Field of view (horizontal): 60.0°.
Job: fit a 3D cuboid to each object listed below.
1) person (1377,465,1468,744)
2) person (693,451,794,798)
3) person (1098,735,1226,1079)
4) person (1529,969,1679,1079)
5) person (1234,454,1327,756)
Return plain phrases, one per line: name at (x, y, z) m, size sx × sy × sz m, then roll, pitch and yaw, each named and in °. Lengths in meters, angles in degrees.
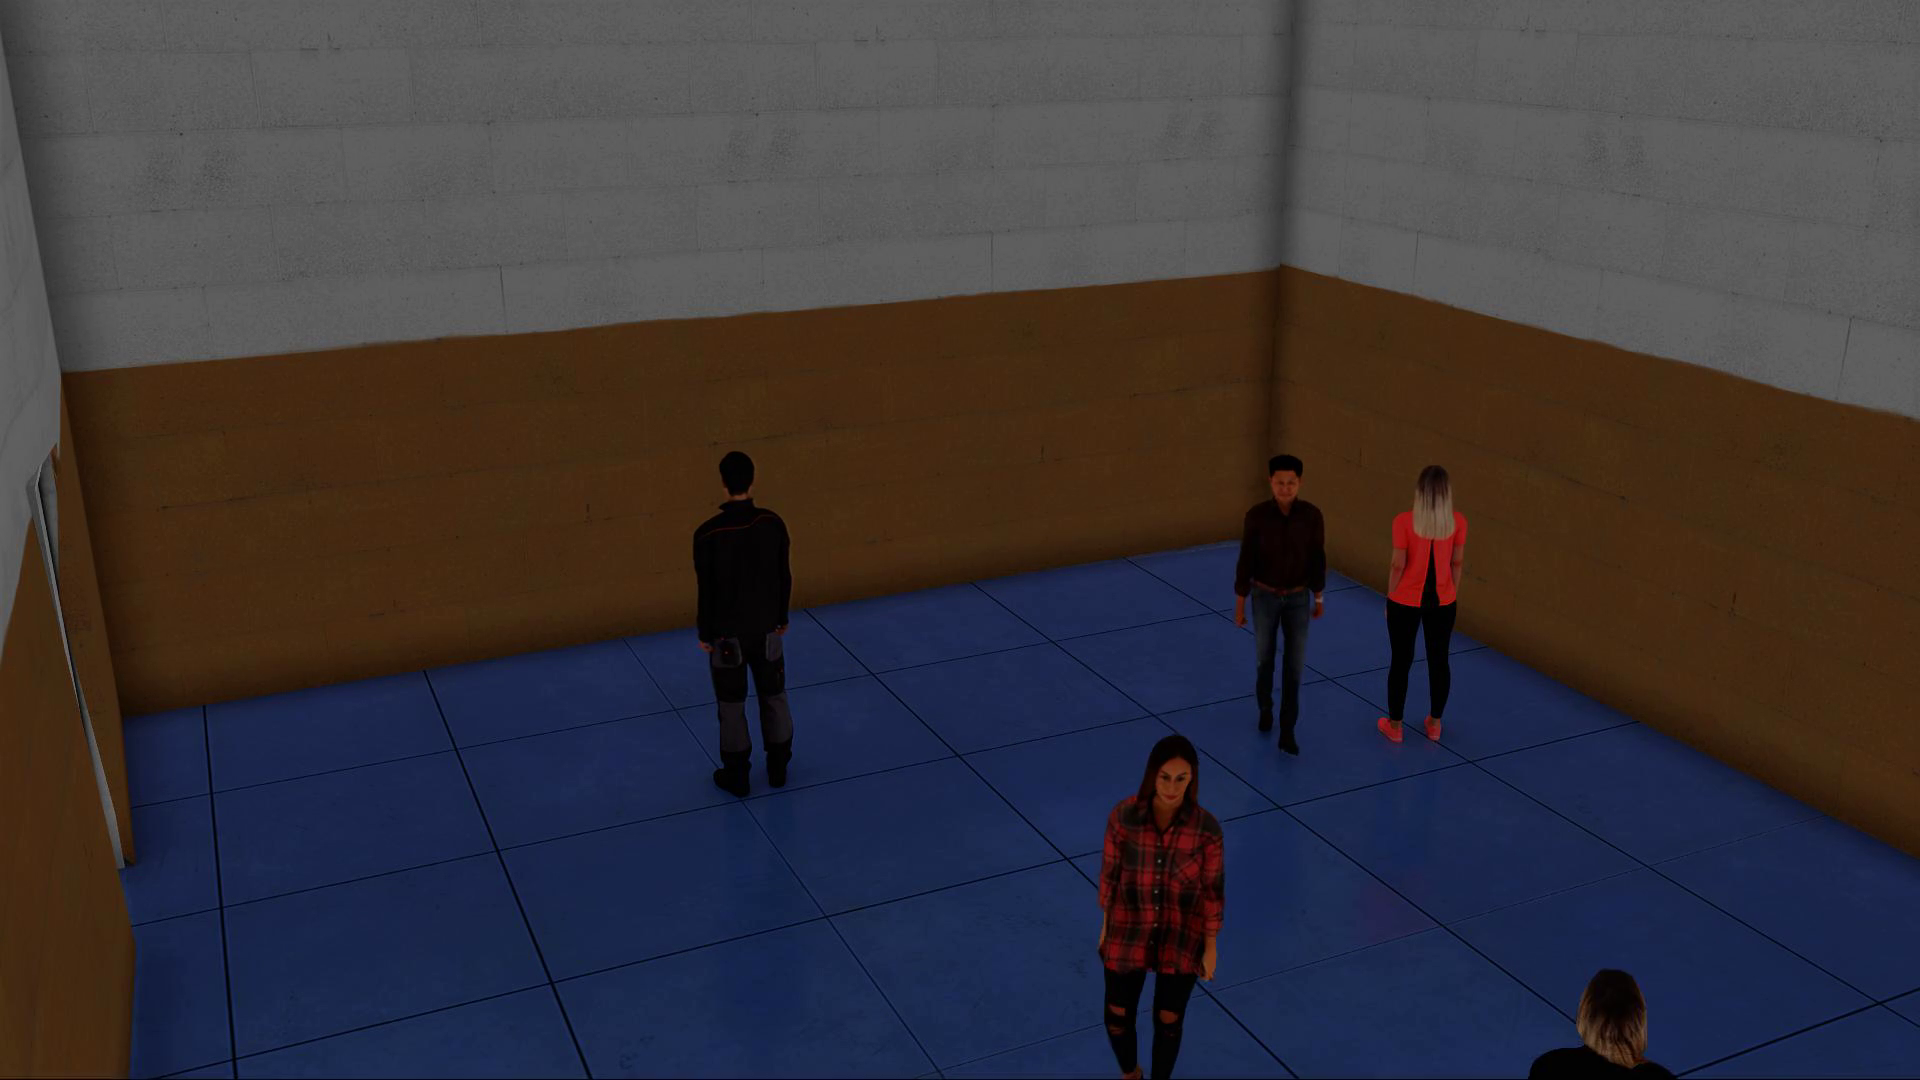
person at (2.718, 0.373, 9.765) m, size 0.592 × 1.694 × 0.723 m, roll -1°, pitch 19°, yaw -2°
person at (-1.184, 0.455, 9.130) m, size 0.536 × 1.944 × 0.769 m, roll -10°, pitch 21°, yaw -27°
person at (0.766, 1.503, 6.418) m, size 0.721 × 1.691 × 0.805 m, roll 4°, pitch 19°, yaw 11°
person at (1.846, 2.058, 4.845) m, size 0.982 × 1.645 × 1.046 m, roll 6°, pitch 20°, yaw 18°
person at (1.877, 0.326, 9.810) m, size 1.017 × 1.754 × 1.020 m, roll 2°, pitch 19°, yaw 6°
